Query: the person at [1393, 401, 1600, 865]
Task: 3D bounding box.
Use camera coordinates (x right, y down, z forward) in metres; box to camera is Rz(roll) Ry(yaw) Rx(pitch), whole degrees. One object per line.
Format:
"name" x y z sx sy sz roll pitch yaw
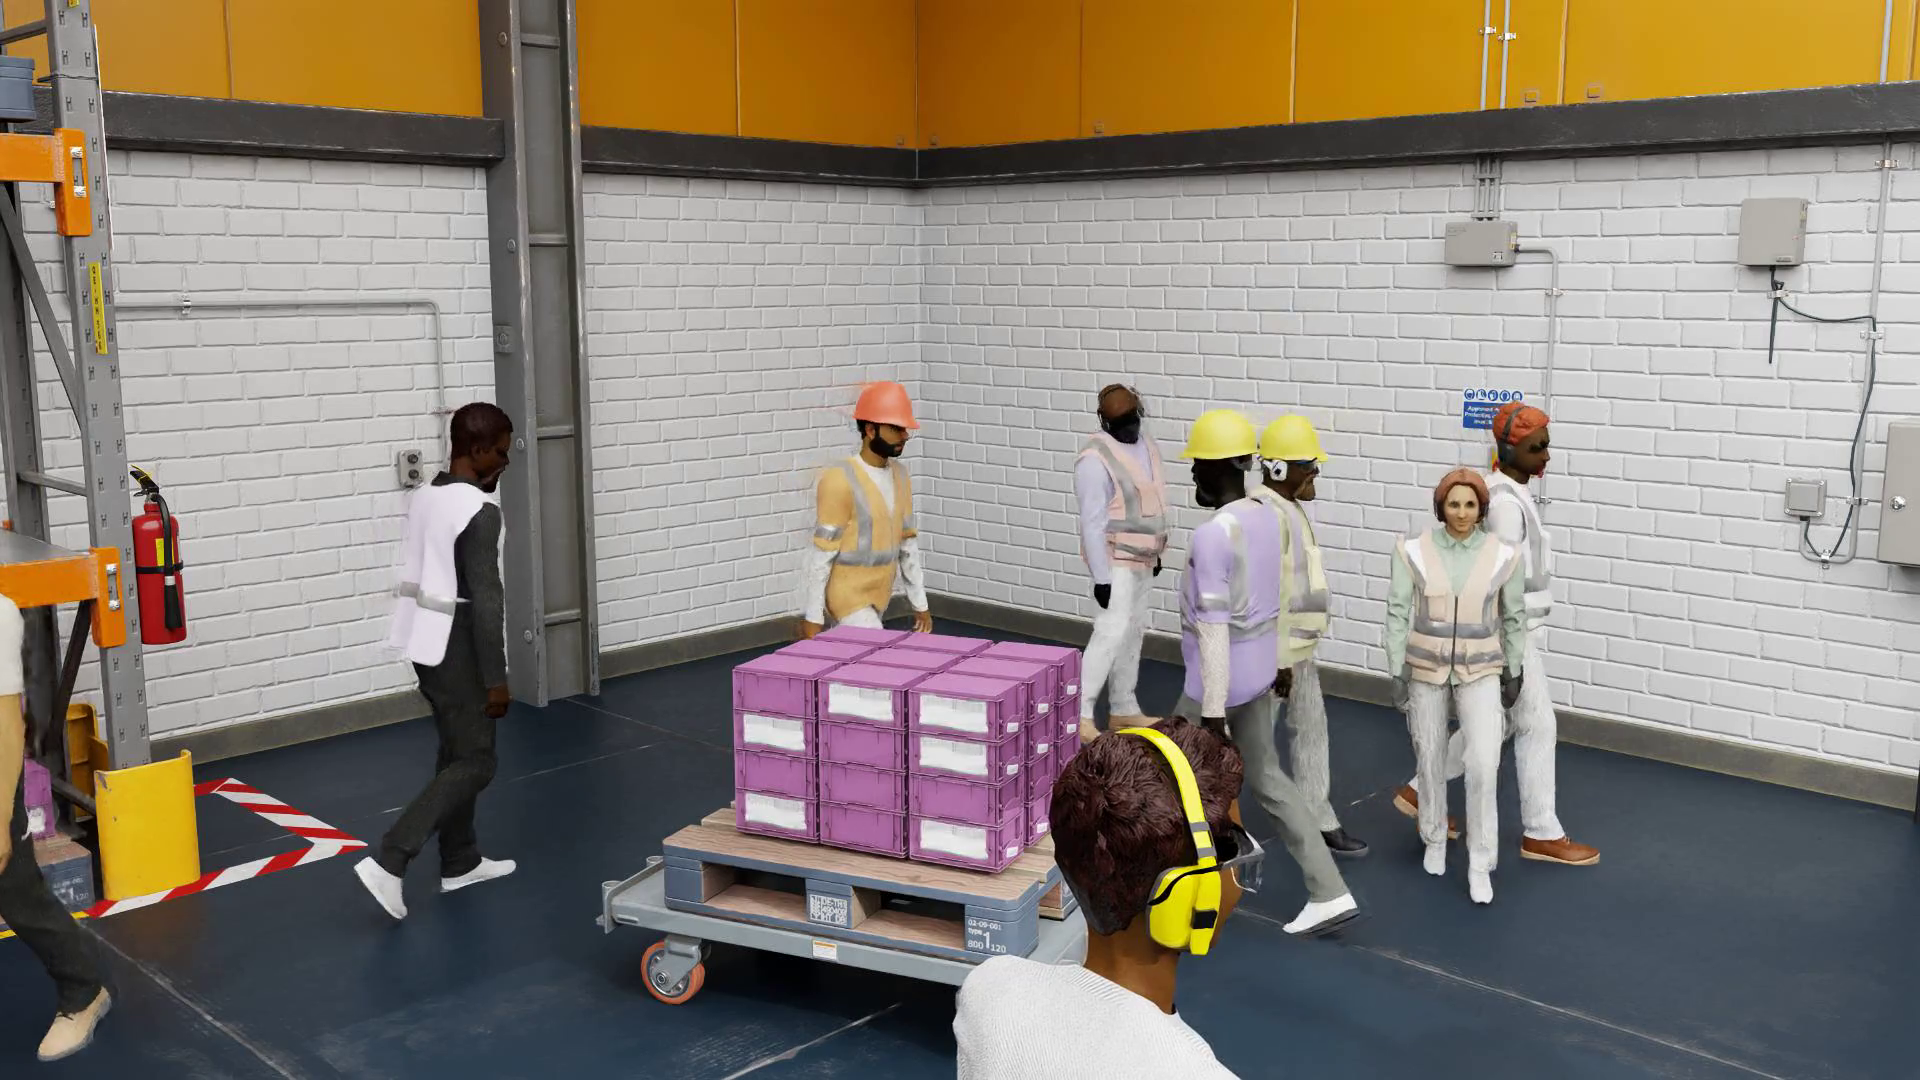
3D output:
"person" 2.192 0.367 6.631 0.707 1.863 0.609 2 10 14

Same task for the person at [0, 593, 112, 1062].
"person" -2.791 0.723 4.647 0.517 1.805 0.989 1 9 3

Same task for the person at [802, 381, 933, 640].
"person" -0.343 0.260 7.179 0.975 1.883 0.556 5 10 27

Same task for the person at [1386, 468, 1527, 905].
"person" 1.869 0.541 6.291 0.510 1.612 0.675 3 10 17

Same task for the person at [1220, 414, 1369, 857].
"person" 1.212 0.383 6.701 0.848 1.803 0.592 4 10 21

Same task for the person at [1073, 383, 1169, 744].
"person" 0.810 0.117 8.342 0.446 1.810 0.685 6 11 31

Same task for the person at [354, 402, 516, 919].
"person" -1.923 0.446 6.062 0.677 1.885 0.623 -7 12 -37

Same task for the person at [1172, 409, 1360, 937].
"person" 0.991 0.471 5.917 0.975 1.886 0.603 6 11 34

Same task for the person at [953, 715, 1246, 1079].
"person" 0.184 1.122 1.956 0.313 1.869 0.528 -7 12 -38
